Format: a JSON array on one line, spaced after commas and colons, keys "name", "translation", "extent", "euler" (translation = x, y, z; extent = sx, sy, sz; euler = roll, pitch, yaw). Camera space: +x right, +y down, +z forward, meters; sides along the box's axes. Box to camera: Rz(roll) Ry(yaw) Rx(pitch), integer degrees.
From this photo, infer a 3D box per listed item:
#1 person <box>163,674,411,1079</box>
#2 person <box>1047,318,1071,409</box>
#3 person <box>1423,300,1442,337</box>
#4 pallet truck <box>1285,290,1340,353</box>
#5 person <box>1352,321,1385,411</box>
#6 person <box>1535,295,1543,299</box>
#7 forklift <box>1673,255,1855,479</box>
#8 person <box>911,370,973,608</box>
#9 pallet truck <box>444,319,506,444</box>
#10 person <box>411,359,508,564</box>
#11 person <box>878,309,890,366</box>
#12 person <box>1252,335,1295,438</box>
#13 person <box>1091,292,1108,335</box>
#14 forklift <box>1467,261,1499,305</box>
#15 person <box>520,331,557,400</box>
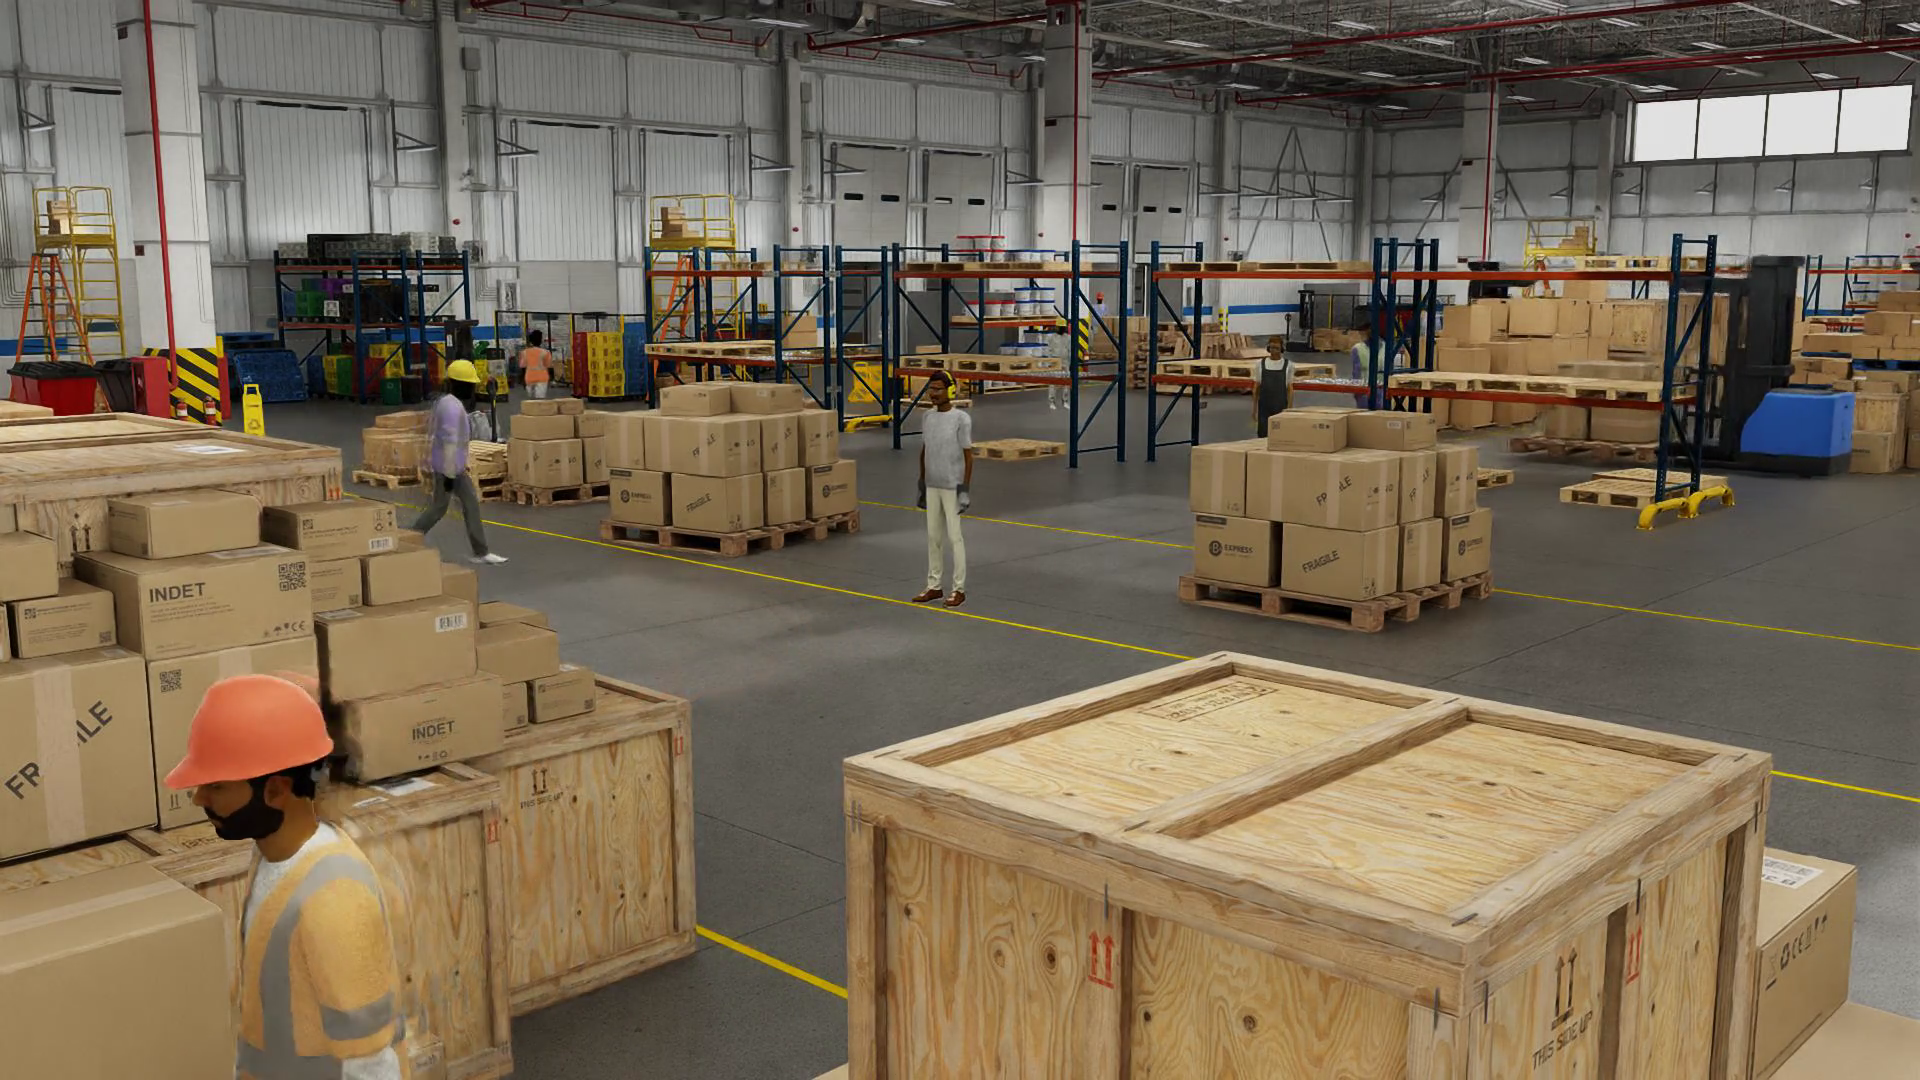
[{"name": "person", "translation": [-1.294, 1.180, 3.380], "extent": [1.001, 1.884, 0.564], "euler": [-5, 11, -30]}, {"name": "person", "translation": [1.897, -3.344, 31.544], "extent": [0.484, 1.739, 0.319], "euler": [-2, 9, -11]}, {"name": "person", "translation": [11.890, -5.137, 42.046], "extent": [0.954, 1.905, 0.554], "euler": [-3, 10, -18]}, {"name": "pallet truck", "translation": [11.297, -6.951, 52.861], "extent": [1.885, 1.965, 0.823], "euler": [-5, 11, -29]}, {"name": "person", "translation": [5.976, -2.244, 24.256], "extent": [0.597, 1.916, 0.374], "euler": [-3, 10, -16]}, {"name": "person", "translation": [16.236, -5.940, 46.892], "extent": [0.667, 1.919, 0.646], "euler": [-6, 11, -31]}, {"name": "forklift", "translation": [10.468, -2.274, 21.487], "extent": [1.873, 2.768, 1.129], "euler": [9, 13, 43]}, {"name": "person", "translation": [-0.140, -0.404, 13.115], "extent": [0.532, 1.871, 0.319], "euler": [7, 12, 37]}, {"name": "pallet truck", "translation": [-6.981, -1.942, 22.150], "extent": [1.885, 1.965, 0.823], "euler": [1, 9, 9]}, {"name": "person", "translation": [-4.599, -0.678, 14.810], "extent": [0.943, 1.875, 0.639], "euler": [-1, 9, -9]}, {"name": "person", "translation": [-2.014, -5.351, 44.178], "extent": [0.313, 1.634, 0.517], "euler": [1, 9, 5]}, {"name": "person", "translation": [3.894, -1.629, 20.699], "extent": [0.506, 1.847, 0.346], "euler": [2, 10, 14]}, {"name": "person", "translation": [4.321, -6.702, 51.550], "extent": [0.544, 1.930, 0.388], "euler": [0, 9, 2]}, {"name": "forklift", "translation": [12.076, -5.067, 38.609], "extent": [1.873, 2.768, 1.129], "euler": [9, 13, 43]}, {"name": "person", "translation": [-6.847, -2.573, 27.050], "extent": [0.538, 1.645, 0.884], "euler": [3, 10, 17]}]
